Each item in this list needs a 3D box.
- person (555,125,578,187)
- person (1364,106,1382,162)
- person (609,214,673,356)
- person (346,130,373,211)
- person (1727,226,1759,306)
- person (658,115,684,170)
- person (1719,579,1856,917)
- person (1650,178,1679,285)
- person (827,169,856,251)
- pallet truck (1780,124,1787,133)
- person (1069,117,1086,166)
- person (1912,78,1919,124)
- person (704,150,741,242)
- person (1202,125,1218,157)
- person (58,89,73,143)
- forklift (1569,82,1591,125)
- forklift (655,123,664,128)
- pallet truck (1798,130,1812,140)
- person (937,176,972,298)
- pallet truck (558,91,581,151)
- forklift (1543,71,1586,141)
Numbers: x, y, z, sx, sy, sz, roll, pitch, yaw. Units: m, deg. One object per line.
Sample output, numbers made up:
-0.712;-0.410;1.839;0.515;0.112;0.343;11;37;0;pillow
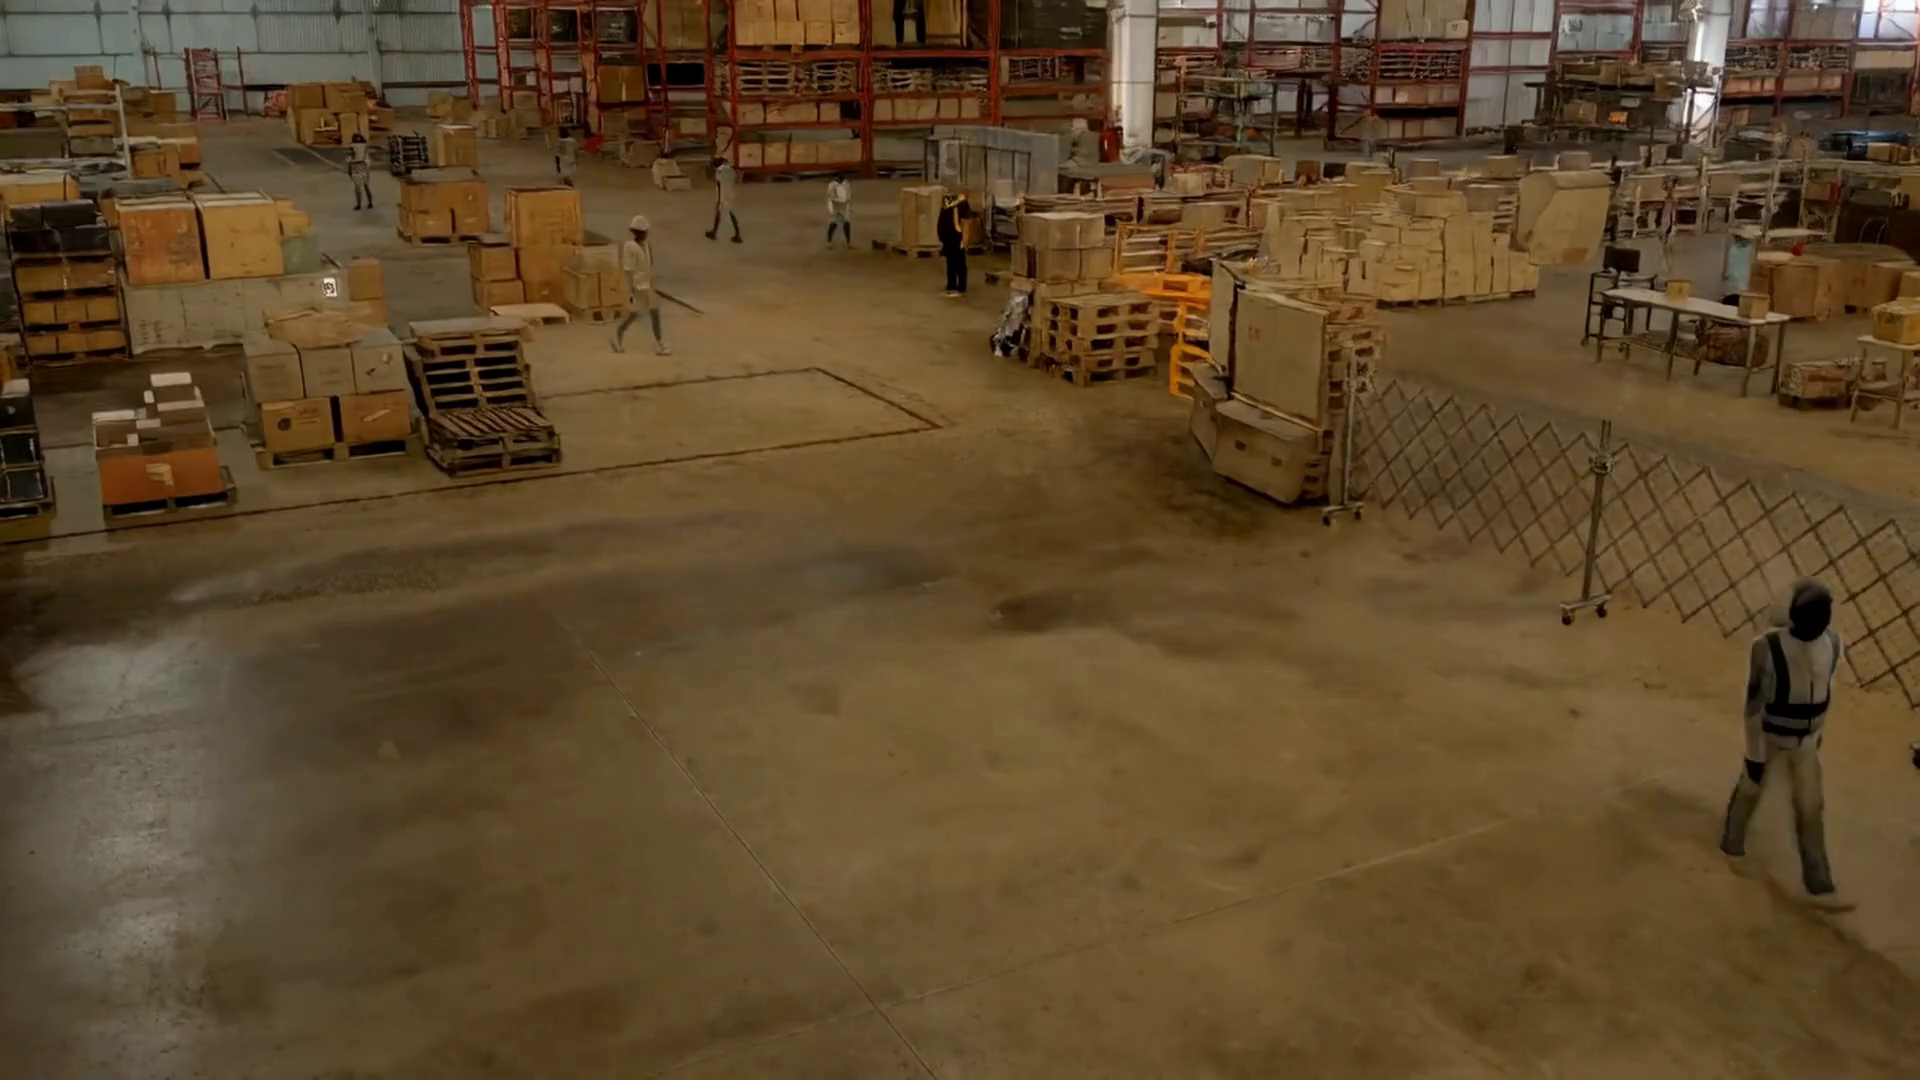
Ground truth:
-9.796;-9.405;41.680;0.711;1.937;0.645;15;23;39;person
12.451;-12.117;50.237;0.400;1.886;0.742;-7;19;-21;person
-4.577;-3.604;23.497;0.964;2.014;0.618;10;20;29;person
-14.554;-8.939;40.249;0.542;1.928;0.399;-15;23;-38;person
11.241;-3.662;24.053;0.435;1.752;0.547;12;21;33;person
-8.835;-11.956;50.097;0.873;1.652;0.531;-7;19;-21;person
4.522;1.127;8.982;0.609;1.839;0.943;-4;18;-12;person
12.529;-5.458;29.478;0.332;1.872;0.514;5;18;14;person
-2.440;-6.673;33.627;0.587;1.633;0.898;-11;21;-30;person
25.206;-12.542;52.601;1.601;1.201;0.680;0;18;-2;pallet truck
3.518;-11.504;48.654;0.809;1.661;0.552;-11;21;-32;person
40.537;-18.538;70.191;0.607;1.909;0.467;-8;19;-23;person
-4.974;-7.219;34.938;0.997;1.880;0.574;14;22;37;person
6.848;-10.515;45.324;0.649;1.816;0.604;-7;19;-21;person
-32.344;-15.339;60.228;0.399;1.915;0.591;-15;23;-39;person
20.915;-14.576;56.277;1.873;2.768;1.129;-9;20;-27;forklift
-11.703;-18.290;67.855;1.873;2.768;1.129;-1;18;-2;forklift
25.526;-11.556;49.408;1.630;1.274;0.653;-9;20;-26;pallet truck
-0.133;-5.125;28.166;0.536;2.000;0.688;-10;20;-28;person
-13.495;-14.412;57.188;0.823;1.965;1.885;-3;18;-9;pallet truck
18.685;-13.231;52.085;1.873;2.768;1.129;-9;20;-26;forklift
